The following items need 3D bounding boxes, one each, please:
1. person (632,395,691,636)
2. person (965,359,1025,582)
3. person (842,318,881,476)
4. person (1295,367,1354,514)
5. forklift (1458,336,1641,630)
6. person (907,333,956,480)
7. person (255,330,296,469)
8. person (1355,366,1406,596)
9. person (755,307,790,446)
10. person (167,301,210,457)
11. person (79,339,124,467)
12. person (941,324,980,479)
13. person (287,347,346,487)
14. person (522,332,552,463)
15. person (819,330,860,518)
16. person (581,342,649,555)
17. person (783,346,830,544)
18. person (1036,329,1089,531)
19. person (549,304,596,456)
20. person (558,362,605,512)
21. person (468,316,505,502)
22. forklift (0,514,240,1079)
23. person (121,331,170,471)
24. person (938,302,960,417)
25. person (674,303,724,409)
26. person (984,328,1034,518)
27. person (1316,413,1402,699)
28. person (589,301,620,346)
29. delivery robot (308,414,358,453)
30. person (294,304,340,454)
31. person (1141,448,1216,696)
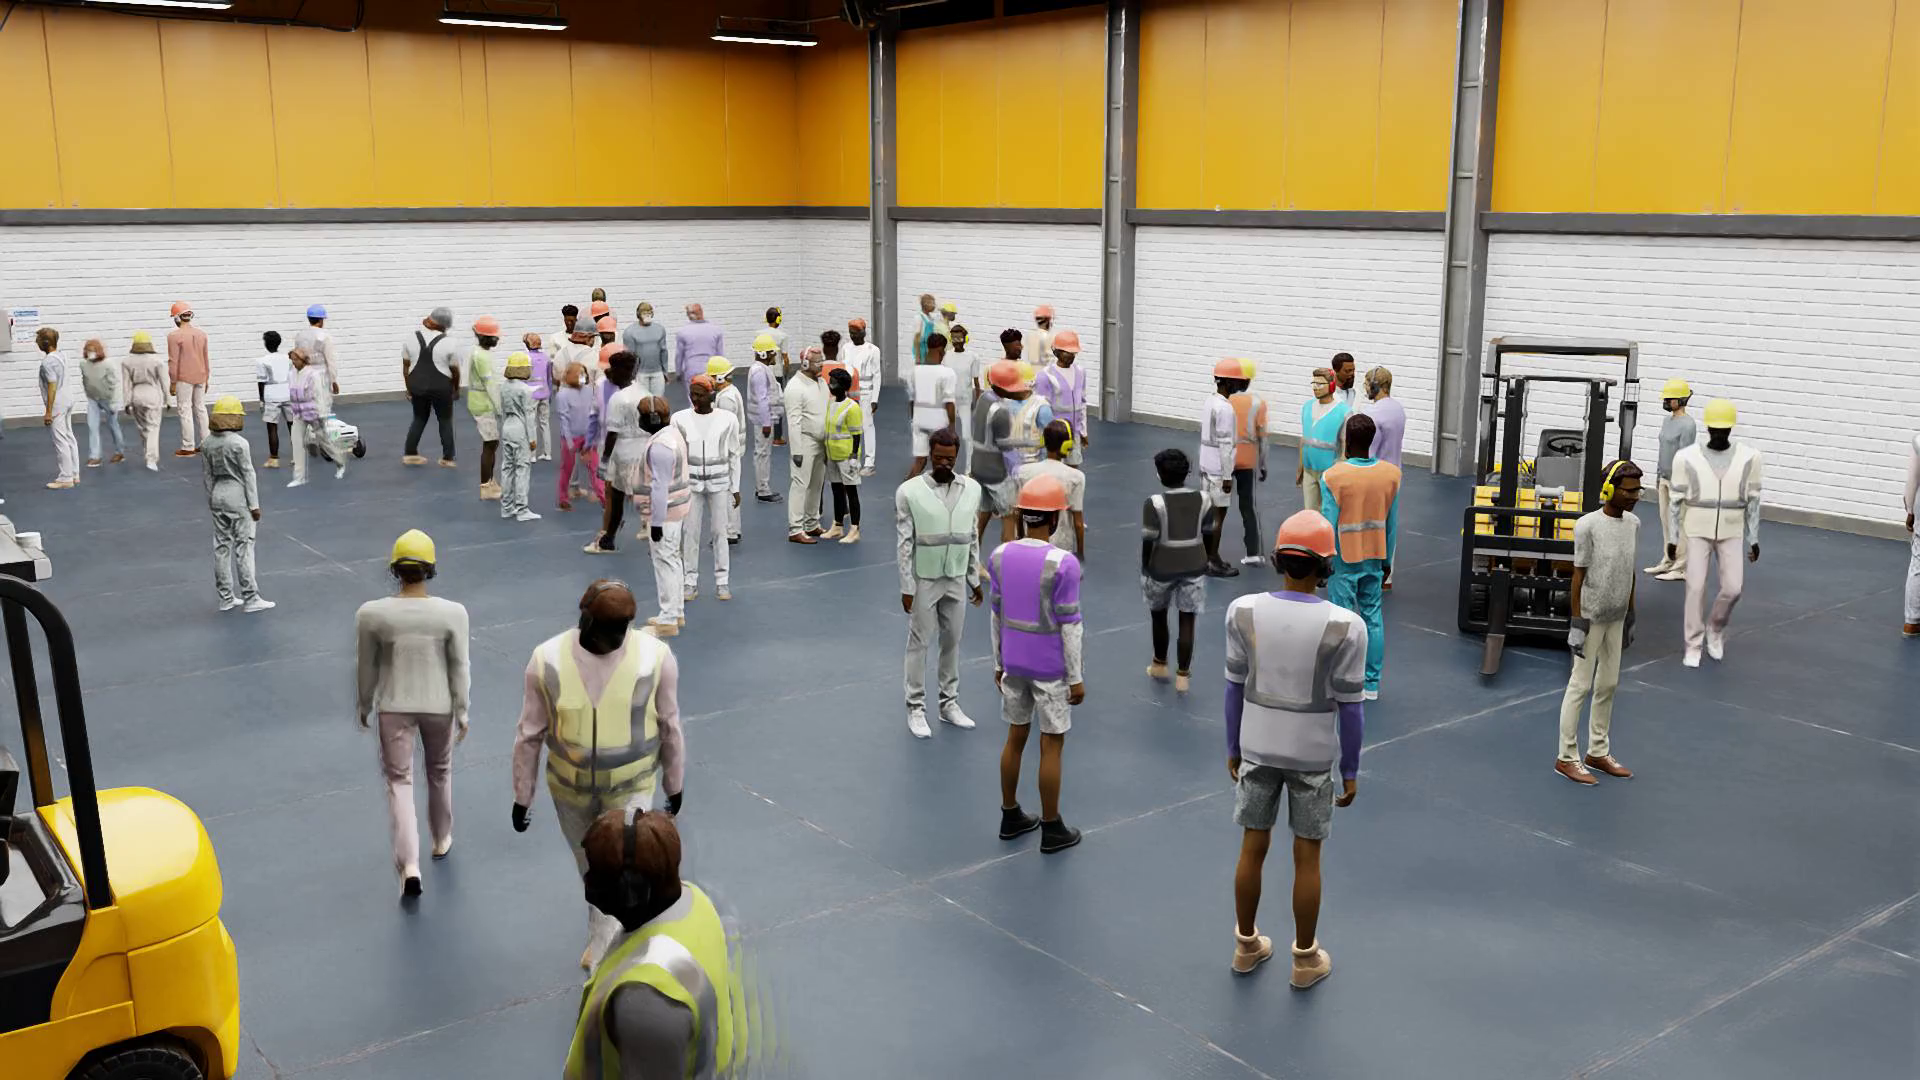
[{"bbox_3d":[-2.269,-0.188,12.663,0.429,1.834,0.634,0,12,-2],"label":"person"},{"bbox_3d":[0.329,-0.558,14.072,0.471,1.983,0.653,-5,13,-24],"label":"person"},{"bbox_3d":[-1.209,-1.704,19.852,0.572,1.883,0.356,8,14,34],"label":"person"},{"bbox_3d":[3.183,-0.589,14.550,0.388,1.847,0.564,-8,14,-33],"label":"person"},{"bbox_3d":[4.683,-0.471,13.136,1.214,2.155,2.313,4,12,20],"label":"forklift"},{"bbox_3d":[-0.309,-1.201,17.364,0.643,1.915,0.963,7,14,30],"label":"person"},{"bbox_3d":[-8.372,-1.726,20.447,0.342,1.684,0.530,10,15,40],"label":"person"},{"bbox_3d":[3.475,-0.483,13.855,0.383,1.928,0.635,8,14,35],"label":"person"},{"bbox_3d":[-2.510,-2.185,22.246,0.531,1.855,0.333,4,12,19],"label":"person"},{"bbox_3d":[-9.887,-2.057,21.318,0.404,1.982,0.629,4,12,19],"label":"person"},{"bbox_3d":[-10.595,-1.692,20.504,0.512,1.571,0.830,1,12,3],"label":"person"},{"bbox_3d":[-0.015,-1.566,19.259,0.514,1.857,0.326,5,13,22],"label":"person"},{"bbox_3d":[-7.522,-1.453,19.340,0.523,1.610,0.819,5,13,21],"label":"person"},{"bbox_3d":[-5.314,-1.782,20.838,0.321,1.631,0.527,8,14,34],"label":"person"},{"bbox_3d":[-1.331,-1.194,17.221,0.608,1.955,0.385,-1,12,-3],"label":"person"},{"bbox_3d":[-3.175,-0.897,15.718,0.711,1.986,1.000,10,16,41],"label":"person"},{"bbox_3d":[-1.425,-0.916,16.024,0.397,1.899,0.638,5,13,24],"label":"person"},{"bbox_3d":[1.033,-1.064,16.410,0.612,2.031,0.403,-10,15,-39],"label":"person"},{"bbox_3d":[-4.941,-2.040,21.305,0.599,1.958,0.381,-2,12,-8],"label":"person"},{"bbox_3d":[-3.940,-1.055,17.414,0.815,1.593,0.510,9,15,37],"label":"person"},{"bbox_3d":[-5.173,-1.448,18.276,0.442,2.023,0.611,-3,12,-12],"label":"person"},{"bbox_3d":[-3.687,1.115,5.480,2.313,2.155,1.214,-9,15,-36],"label":"forklift"},{"bbox_3d":[-9.927,-1.693,20.295,0.497,1.703,0.895,-2,12,-10],"label":"person"},{"bbox_3d":[-0.171,-2.659,24.759,0.582,1.744,0.550,1,12,6],"label":"person"},{"bbox_3d":[-3.594,-2.310,22.806,0.661,1.867,0.759,-4,12,-19],"label":"person"},{"bbox_3d":[0.525,-1.215,17.284,0.611,1.966,0.362,-8,14,-33],"label":"person"},{"bbox_3d":[2.599,0.129,10.913,0.590,1.919,0.391,-5,13,-22],"label":"person"},{"bbox_3d":[-4.786,-2.252,22.385,0.371,1.928,0.543,-9,15,-38],"label":"person"},{"bbox_3d":[-7.994,-1.362,21.192,0.707,0.478,0.477,9,15,39],"label":"delivery robot"},{"bbox_3d":[-8.330,-2.085,21.595,0.610,1.932,0.431,5,13,24],"label":"person"},{"bbox_3d":[1.456,0.203,11.212,0.558,1.672,0.655,-2,12,-7],"label":"person"}]
